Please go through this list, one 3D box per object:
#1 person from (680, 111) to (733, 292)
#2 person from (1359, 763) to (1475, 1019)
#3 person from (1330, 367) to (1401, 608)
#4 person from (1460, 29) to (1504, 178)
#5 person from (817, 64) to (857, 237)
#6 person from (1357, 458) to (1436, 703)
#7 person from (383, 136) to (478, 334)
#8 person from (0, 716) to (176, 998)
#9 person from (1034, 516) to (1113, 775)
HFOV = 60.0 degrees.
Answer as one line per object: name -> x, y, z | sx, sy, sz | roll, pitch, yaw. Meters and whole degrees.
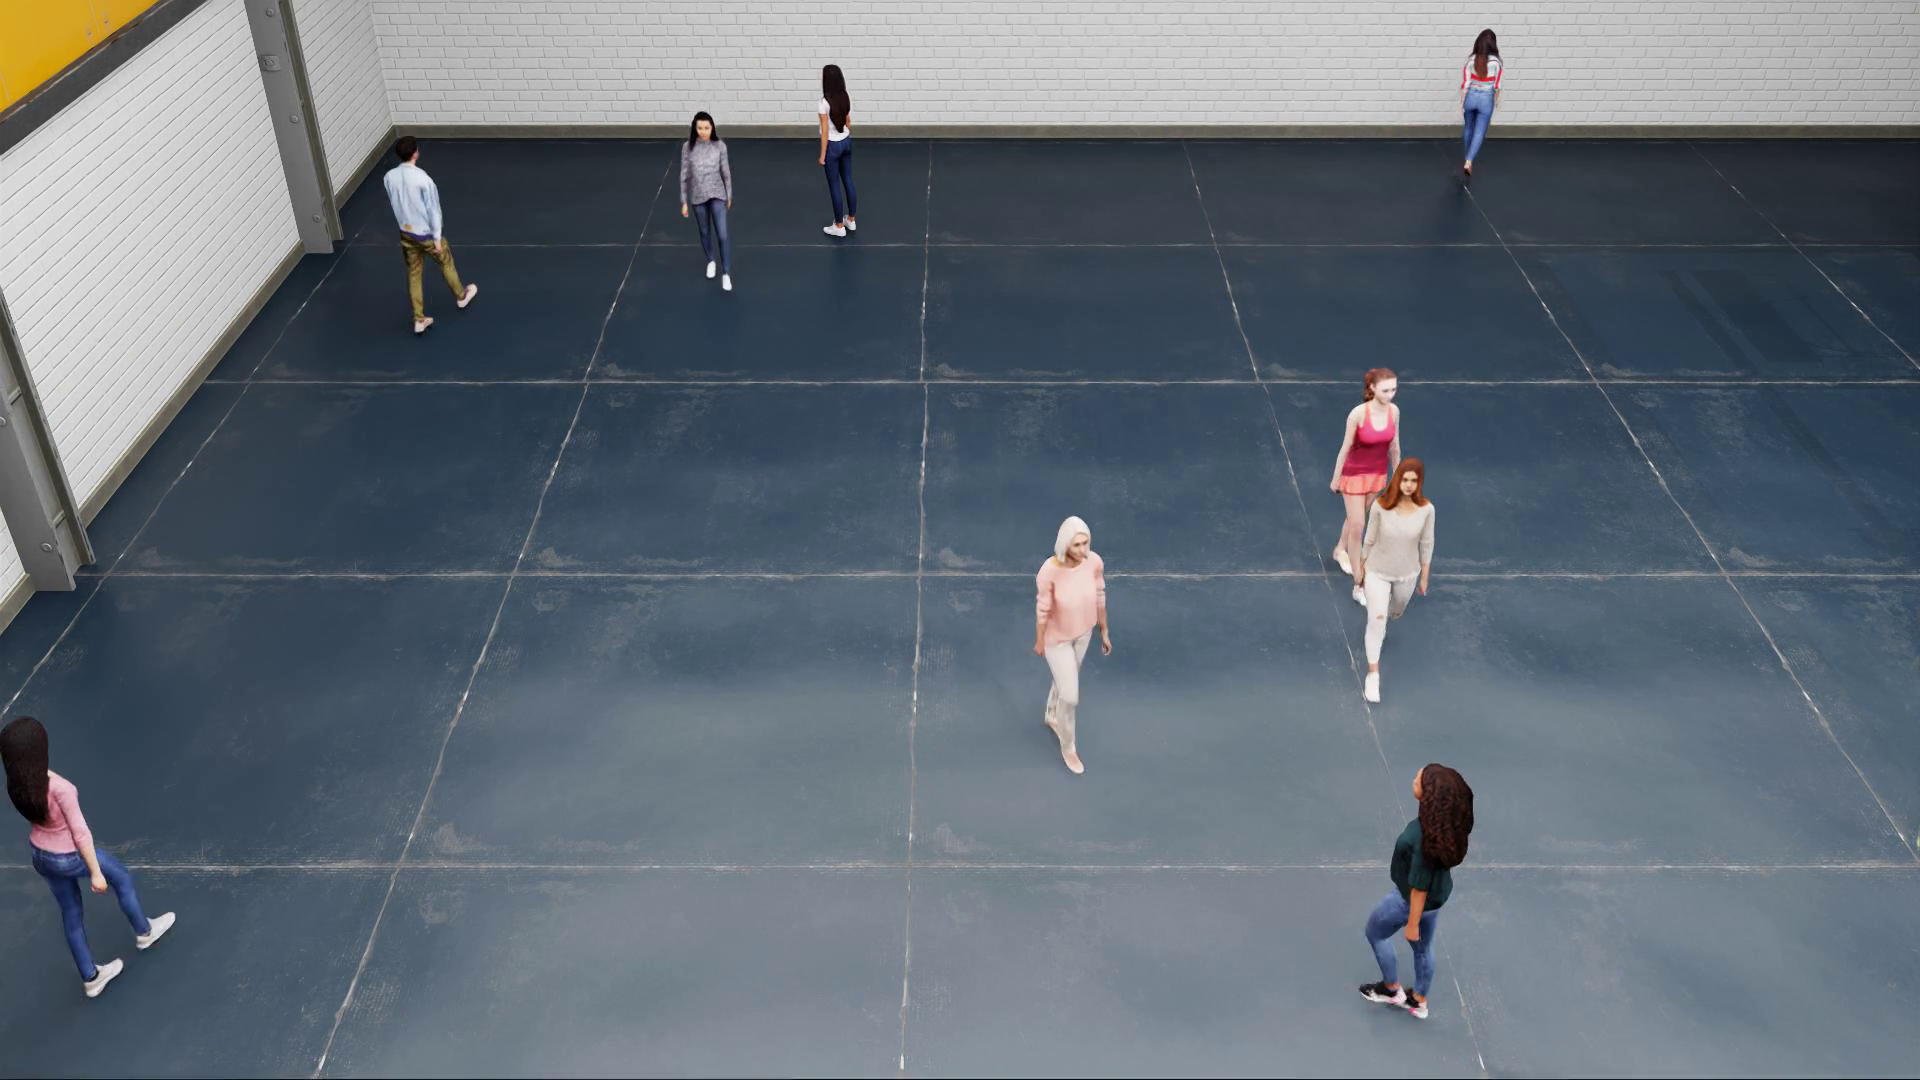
person -> -2.447, -3.353, 16.160 | 0.651, 1.705, 0.882 | 0, 34, -1
person -> 2.405, 1.839, 8.439 | 0.797, 1.605, 0.729 | 24, 40, 31
person -> 2.835, -0.483, 11.823 | 0.771, 1.725, 1.073 | -9, 35, -14
person -> 5.762, -4.833, 18.493 | 0.902, 1.587, 1.138 | 16, 37, 22
person -> -1.256, -4.001, 17.072 | 0.727, 1.775, 0.647 | 25, 41, 32
person -> 2.823, 0.164, 10.885 | 0.687, 1.687, 1.110 | 4, 34, 6
person -> -4.975, -2.745, 15.179 | 0.917, 1.777, 1.190 | 10, 35, 14
person -> -4.662, 1.677, 8.572 | 0.768, 1.728, 0.928 | 11, 35, 15
person -> 0.630, 0.537, 10.305 | 0.830, 1.707, 0.937 | -20, 38, -27
